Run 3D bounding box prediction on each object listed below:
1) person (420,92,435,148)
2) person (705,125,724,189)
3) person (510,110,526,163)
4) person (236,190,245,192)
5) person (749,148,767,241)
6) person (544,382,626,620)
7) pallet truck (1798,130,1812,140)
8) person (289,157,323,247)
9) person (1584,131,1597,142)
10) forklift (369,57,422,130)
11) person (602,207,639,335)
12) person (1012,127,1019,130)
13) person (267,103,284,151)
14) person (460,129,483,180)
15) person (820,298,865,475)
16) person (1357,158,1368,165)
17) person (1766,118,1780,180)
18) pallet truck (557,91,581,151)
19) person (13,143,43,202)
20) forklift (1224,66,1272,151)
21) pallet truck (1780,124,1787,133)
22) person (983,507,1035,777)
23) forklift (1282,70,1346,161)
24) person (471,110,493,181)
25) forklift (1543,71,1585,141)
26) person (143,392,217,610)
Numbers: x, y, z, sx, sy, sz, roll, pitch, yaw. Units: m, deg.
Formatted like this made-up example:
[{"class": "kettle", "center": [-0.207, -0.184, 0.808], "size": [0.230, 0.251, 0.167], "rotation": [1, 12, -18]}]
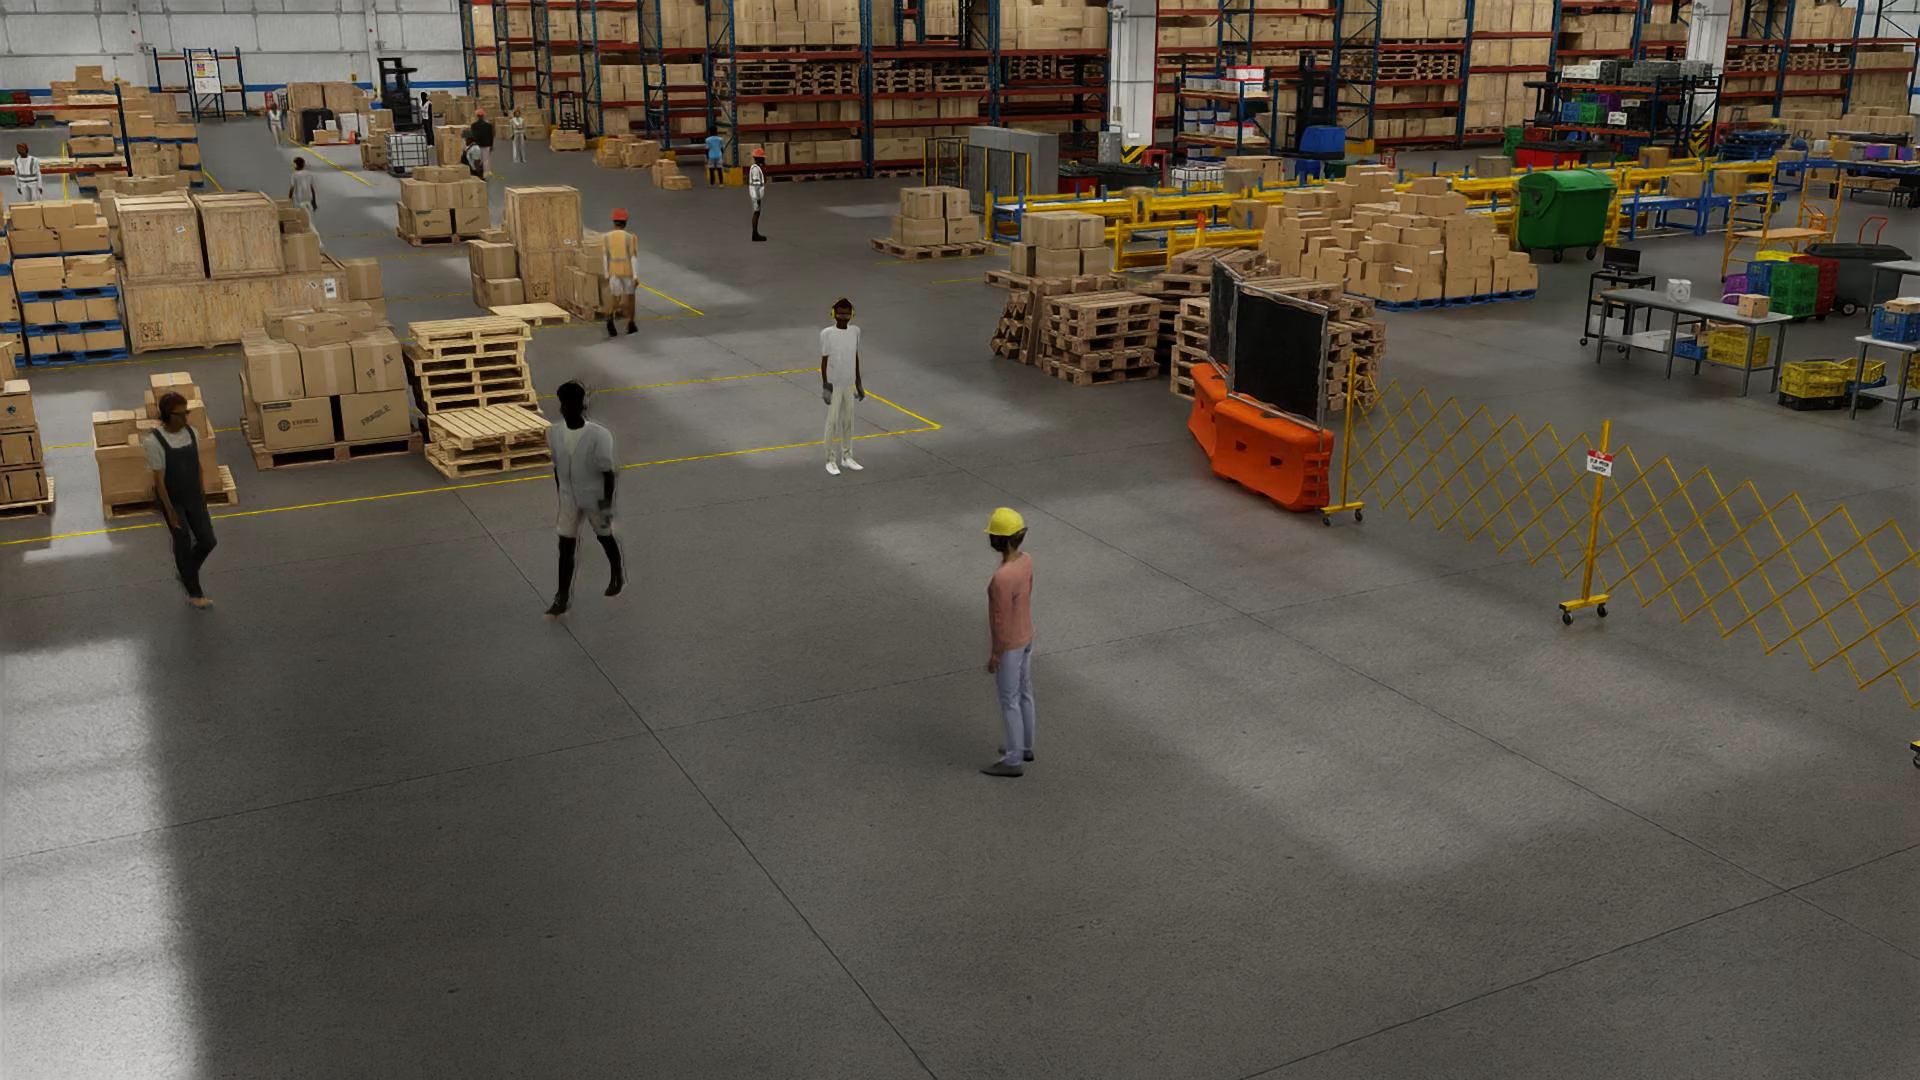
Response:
[{"class": "person", "center": [-18.696, -14.748, 58.380], "size": [0.588, 1.911, 0.396], "rotation": [15, 23, 39]}, {"class": "person", "center": [-6.652, -10.381, 45.106], "size": [0.540, 1.695, 0.317], "rotation": [-10, 20, -28]}, {"class": "person", "center": [-14.034, -12.825, 52.822], "size": [0.310, 1.636, 0.523], "rotation": [16, 24, 42]}, {"class": "person", "center": [-11.865, -4.811, 27.428], "size": [0.643, 1.886, 0.619], "rotation": [-7, 19, -20]}, {"class": "person", "center": [-4.239, -7.274, 35.057], "size": [0.399, 1.928, 0.542], "rotation": [-3, 18, -8]}, {"class": "person", "center": [-3.048, -0.348, 13.499], "size": [0.628, 1.913, 1.024], "rotation": [5, 18, 14]}, {"class": "pallet truck", "center": [25.526, -11.556, 49.408], "size": [1.630, 1.274, 0.653], "rotation": [-9, 20, -26]}, {"class": "person", "center": [-13.509, -6.927, 34.142], "size": [0.971, 1.821, 0.541], "rotation": [9, 20, 26]}, {"class": "person", "center": [19.363, -12.257, 51.038], "size": [0.898, 1.649, 0.528], "rotation": [-9, 20, -27]}, {"class": "forklift", "center": [-22.739, -17.888, 66.602], "size": [1.873, 2.768, 1.129], "rotation": [13, 22, 34]}, {"class": "person", "center": [-5.077, -3.995, 24.850], "size": [0.549, 1.918, 0.757], "rotation": [3, 18, 11]}, {"class": "person", "center": [1.469, -9.710, 42.833], "size": [0.710, 1.812, 0.599], "rotation": [-12, 21, -34]}, {"class": "person", "center": [-23.517, -14.203, 57.151], "size": [0.515, 1.622, 0.542], "rotation": [-14, 22, -36]}, {"class": "person", "center": [-11.619, -8.690, 39.278], "size": [0.830, 2.000, 0.693], "rotation": [-7, 19, -22]}, {"class": "person", "center": [-1.235, -1.625, 17.543], "size": [0.519, 1.865, 0.331], "rotation": [-14, 22, -36]}, {"class": "person", "center": [8.744, -7.583, 36.539], "size": [0.817, 1.601, 0.509], "rotation": [-9, 20, -25]}, {"class": "person", "center": [23.168, -11.233, 47.696], "size": [0.520, 1.740, 0.789], "rotation": [-10, 20, -29]}, {"class": "pallet truck", "center": [-13.495, -14.412, 57.188], "size": [0.823, 1.965, 1.885], "rotation": [-3, 18, -9]}, {"class": "person", "center": [-20.752, -7.902, 37.098], "size": [0.573, 1.876, 0.355], "rotation": [0, 18, 0]}, {"class": "forklift", "center": [10.104, -14.716, 56.714], "size": [1.129, 2.768, 1.873], "rotation": [-9, 20, -27]}, {"class": "pallet truck", "center": [25.206, -12.542, 52.601], "size": [1.601, 1.201, 0.680], "rotation": [0, 18, -2]}, {"class": "person", "center": [0.300, 0.647, 10.614], "size": [0.326, 1.767, 0.533], "rotation": [7, 19, 21]}, {"class": "forklift", "center": [11.448, -13.637, 53.348], "size": [1.129, 2.768, 1.873], "rotation": [-9, 20, -26]}, {"class": "person", "center": [-13.660, -11.273, 47.461], "size": [0.631, 1.956, 0.879], "rotation": [-8, 20, -25]}, {"class": "forklift", "center": [18.685, -13.231, 52.085], "size": [1.873, 2.768, 1.129], "rotation": [-9, 20, -26]}, {"class": "person", "center": [-6.325, -0.313, 13.503], "size": [0.441, 1.824, 0.509], "rotation": [10, 20, 29]}]
